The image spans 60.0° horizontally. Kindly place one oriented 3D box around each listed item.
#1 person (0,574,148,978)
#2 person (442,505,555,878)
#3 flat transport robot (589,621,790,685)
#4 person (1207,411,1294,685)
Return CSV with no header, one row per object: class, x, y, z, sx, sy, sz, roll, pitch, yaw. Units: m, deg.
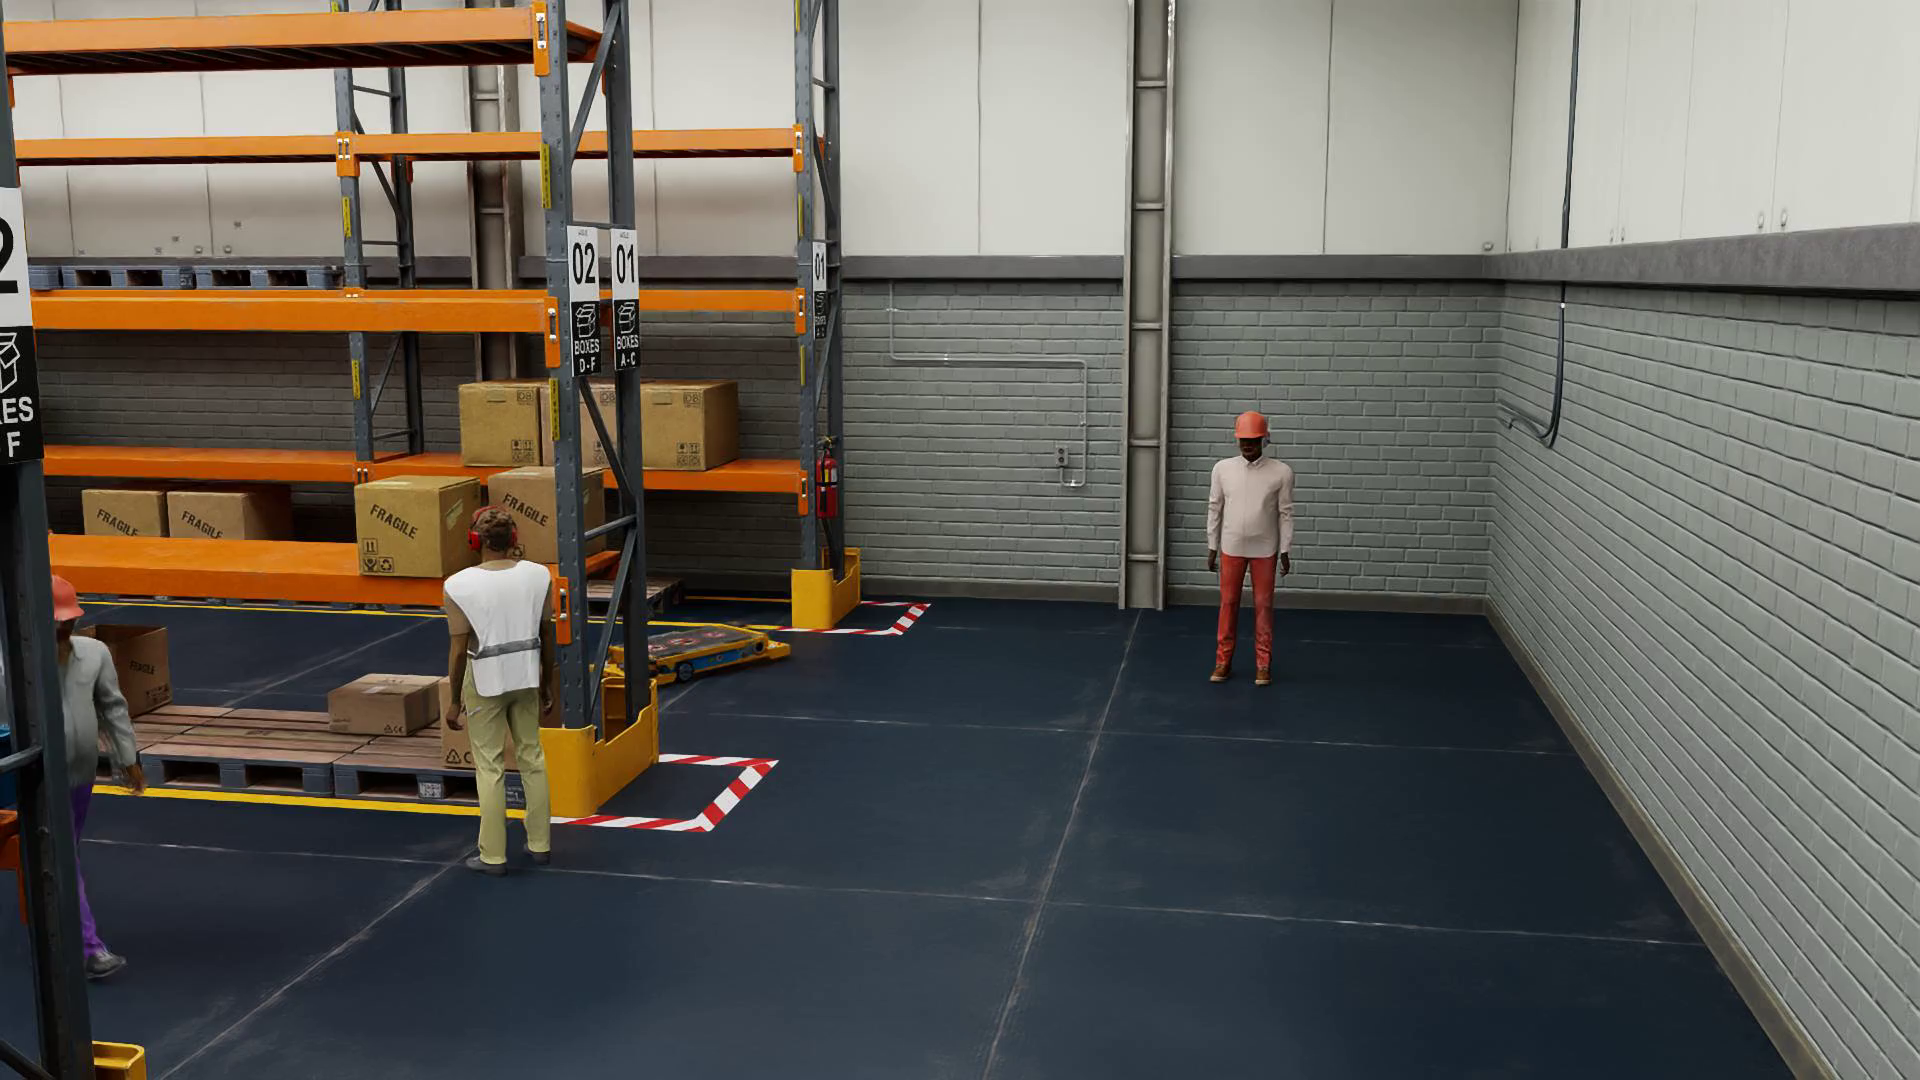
person,-3.787,0.994,7.108,0.837,1.711,0.577,4,10,23
person,-2.260,0.750,8.238,0.570,1.843,0.372,-8,12,-42
flat transport robot,-2.026,0.843,12.531,0.652,0.197,1.431,8,12,41
person,2.094,0.061,12.044,0.614,1.993,0.395,3,10,17
